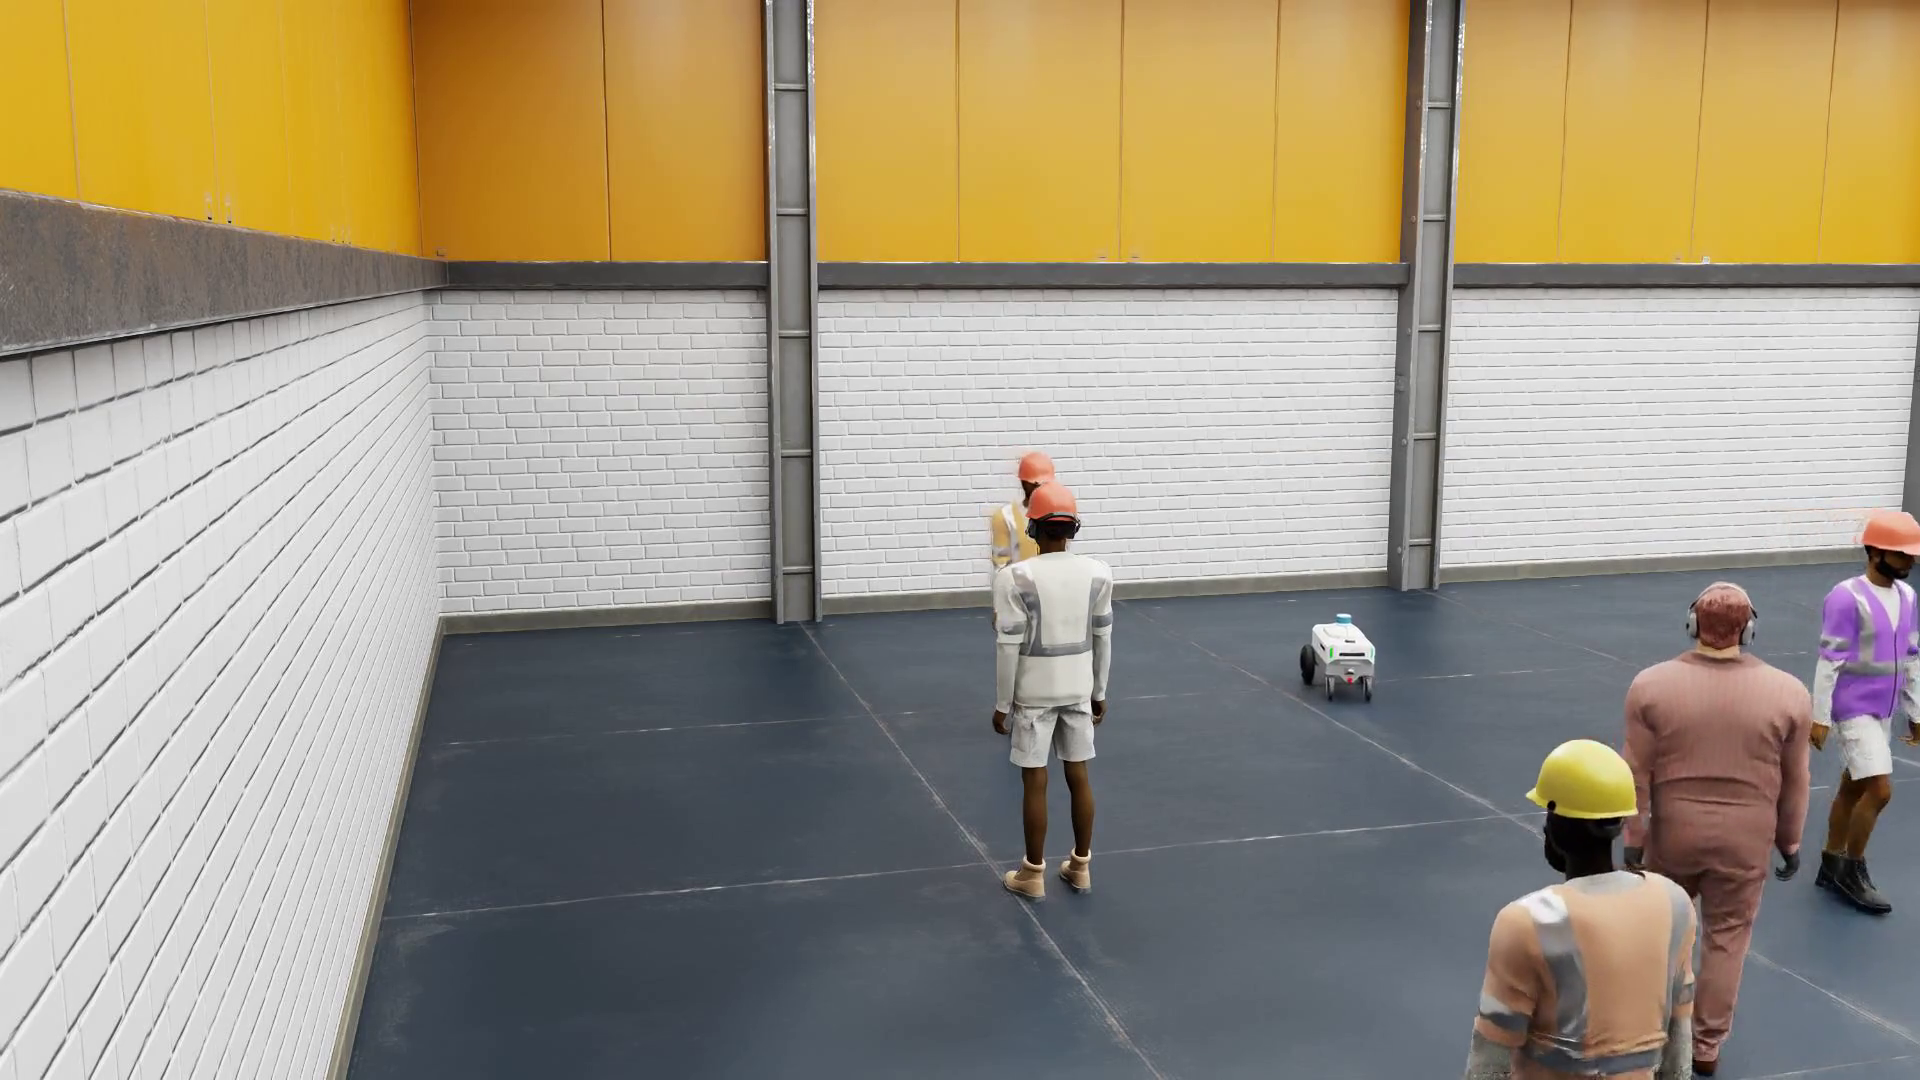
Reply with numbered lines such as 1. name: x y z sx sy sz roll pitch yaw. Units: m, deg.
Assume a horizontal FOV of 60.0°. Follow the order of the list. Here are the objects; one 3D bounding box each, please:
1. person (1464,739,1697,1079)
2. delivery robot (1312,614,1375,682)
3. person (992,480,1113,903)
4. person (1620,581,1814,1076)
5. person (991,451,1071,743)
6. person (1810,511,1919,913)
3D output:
1. person: 1.534 1.426 4.238 0.604 1.871 0.980 -4 10 -25
2. delivery robot: 2.778 0.782 12.071 0.477 0.478 0.707 0 9 2
3. person: 0.435 0.731 8.055 0.608 2.044 0.377 -4 10 -22
4. person: 2.824 1.095 6.254 0.646 1.892 0.448 4 10 24
5. person: 0.453 0.386 10.606 0.553 1.917 0.446 -2 9 -14
6. person: 4.382 0.817 7.893 0.581 1.917 0.608 -5 10 -28
